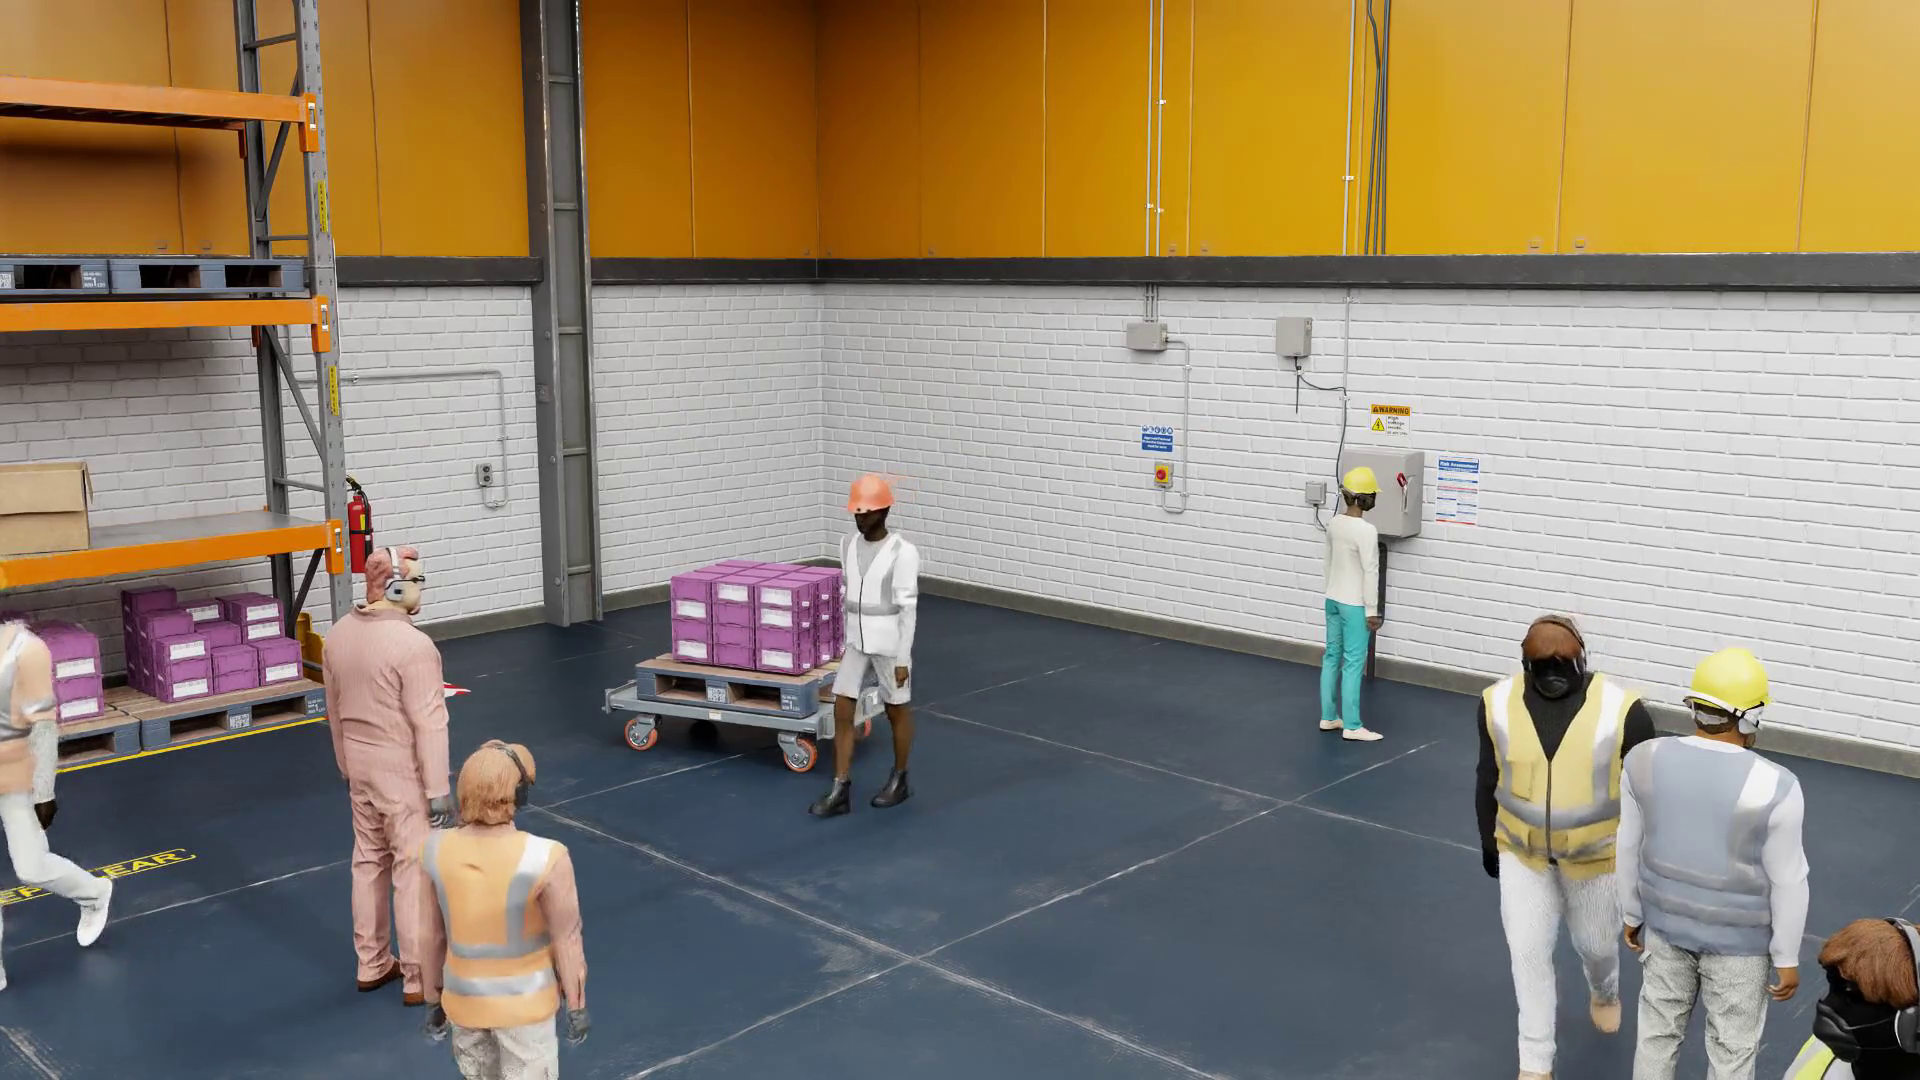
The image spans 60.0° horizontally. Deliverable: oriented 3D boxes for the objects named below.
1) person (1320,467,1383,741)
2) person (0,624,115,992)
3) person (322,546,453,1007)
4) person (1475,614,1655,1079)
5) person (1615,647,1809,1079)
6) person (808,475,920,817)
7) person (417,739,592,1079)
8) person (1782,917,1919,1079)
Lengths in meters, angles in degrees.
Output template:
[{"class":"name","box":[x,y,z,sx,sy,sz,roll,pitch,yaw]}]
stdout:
[{"class":"person","box":[2.542,0.408,10.763,0.330,1.768,0.526,-3,10,-19]},{"class":"person","box":[-3.981,0.959,7.000,0.589,1.902,0.761,2,9,12]},{"class":"person","box":[-2.322,0.968,6.911,0.646,1.904,0.401,6,11,34]},{"class":"person","box":[2.267,1.133,6.210,0.680,1.803,0.828,6,11,31]},{"class":"person","box":[2.442,1.247,5.411,0.404,1.831,0.600,-8,12,-41]},{"class":"person","box":[-0.526,0.599,9.146,0.583,1.904,0.836,6,11,34]},{"class":"person","box":[-1.387,1.416,5.017,0.526,1.629,0.396,3,10,17]},{"class":"person","box":[1.711,1.606,3.189,0.429,1.844,0.626,0,9,-1]}]
